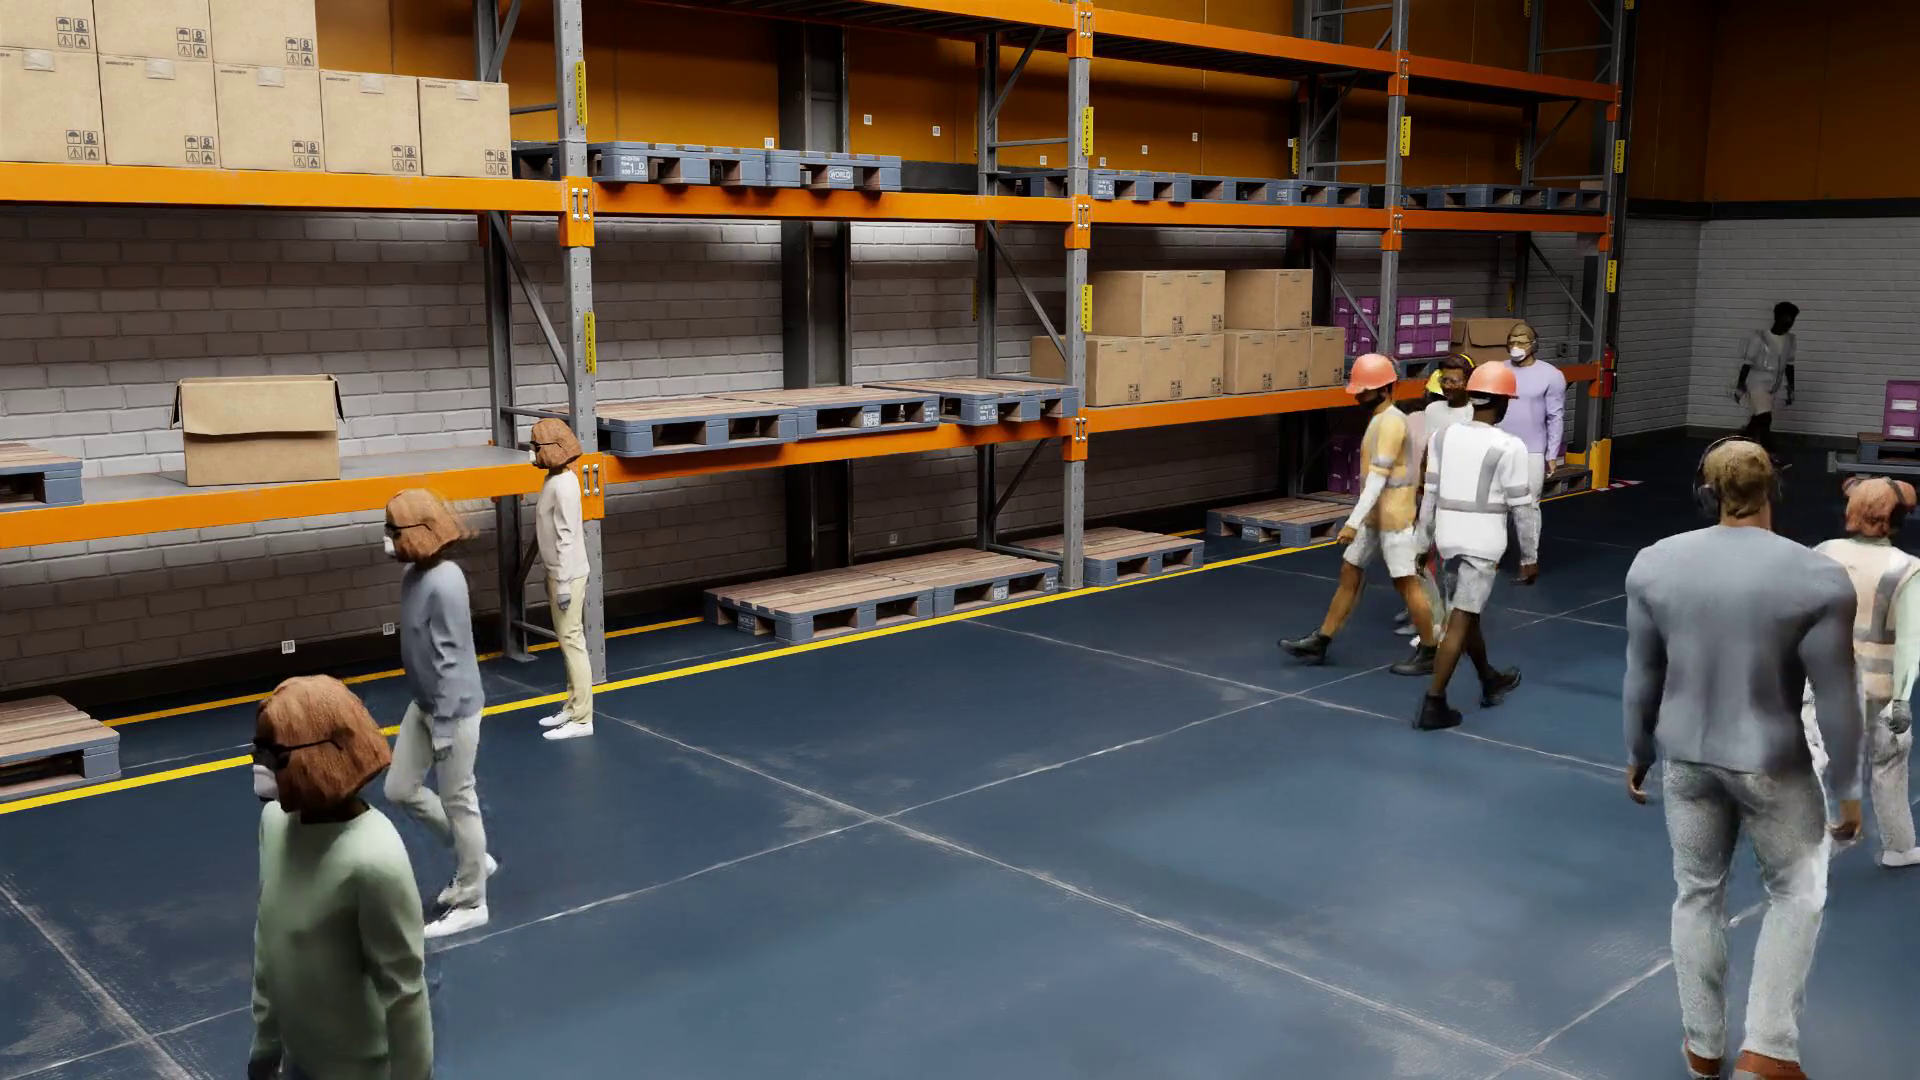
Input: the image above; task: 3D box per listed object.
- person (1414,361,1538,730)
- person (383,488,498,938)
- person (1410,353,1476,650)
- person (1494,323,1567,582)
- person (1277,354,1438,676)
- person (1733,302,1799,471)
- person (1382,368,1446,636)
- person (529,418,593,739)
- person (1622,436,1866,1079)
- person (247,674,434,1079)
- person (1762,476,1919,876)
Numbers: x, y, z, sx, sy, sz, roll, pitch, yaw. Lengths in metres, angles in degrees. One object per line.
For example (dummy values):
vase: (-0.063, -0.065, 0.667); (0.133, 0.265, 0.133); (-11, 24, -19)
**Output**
person: (2.742, 0.021, 8.650); (0.961, 1.885, 0.571); (-7, 12, -35)
person: (-1.873, 0.622, 5.931); (0.342, 1.622, 0.514); (-7, 12, -37)
person: (2.936, -0.198, 10.029); (0.384, 1.861, 0.603); (-7, 12, -34)
person: (4.180, -0.652, 12.455); (0.629, 1.939, 0.372); (6, 12, 33)
person: (2.378, -0.136, 9.612); (0.953, 1.868, 0.545); (0, 10, 1)
person: (9.135, -1.727, 18.802); (0.640, 1.905, 0.982); (-4, 10, -22)
person: (2.964, -0.245, 10.665); (0.371, 1.733, 0.556); (-4, 11, -24)
person: (-2.018, 0.194, 8.425); (0.271, 1.629, 0.499); (-3, 10, -19)
person: (2.228, 0.669, 4.828); (0.686, 1.917, 0.482); (9, 13, 41)
person: (-1.245, 1.058, 3.375); (0.407, 1.621, 0.506); (-9, 13, -42)
person: (3.481, 0.544, 6.458); (0.847, 1.595, 0.528); (-5, 11, -27)
